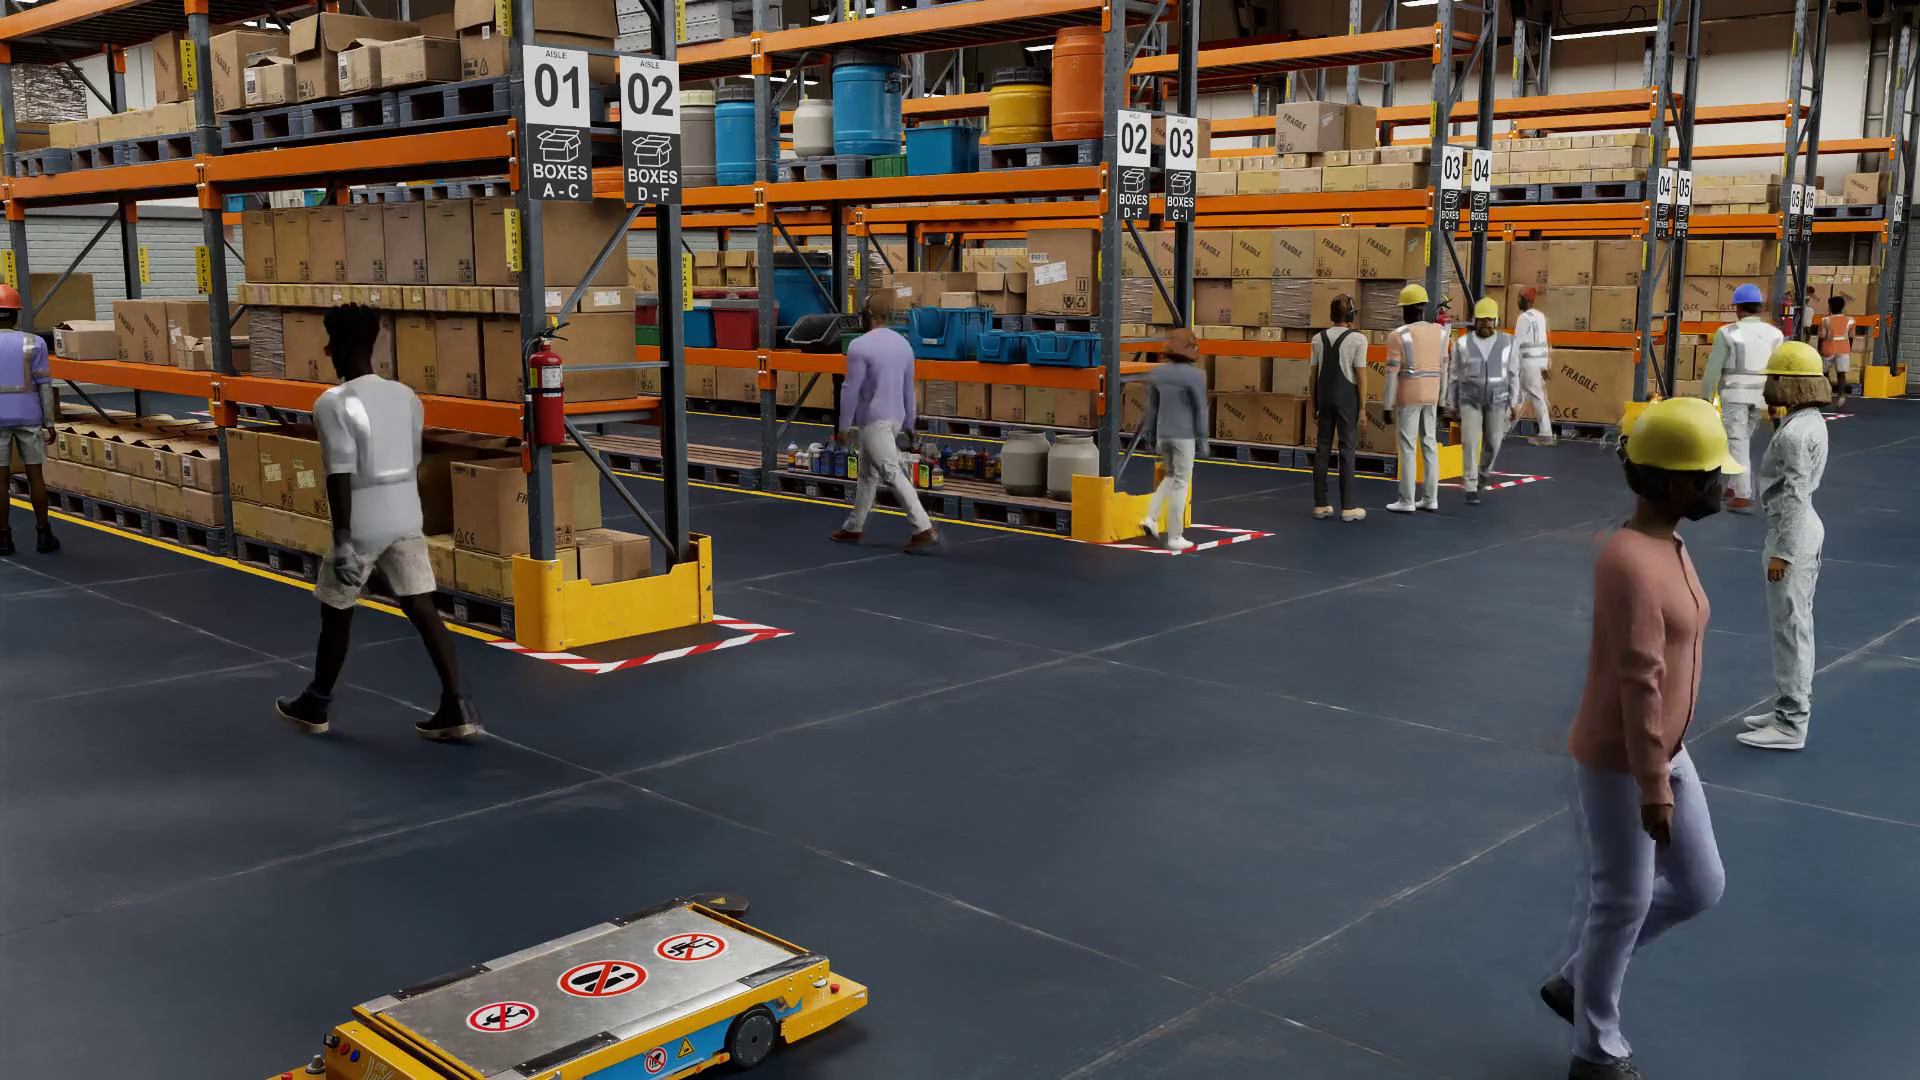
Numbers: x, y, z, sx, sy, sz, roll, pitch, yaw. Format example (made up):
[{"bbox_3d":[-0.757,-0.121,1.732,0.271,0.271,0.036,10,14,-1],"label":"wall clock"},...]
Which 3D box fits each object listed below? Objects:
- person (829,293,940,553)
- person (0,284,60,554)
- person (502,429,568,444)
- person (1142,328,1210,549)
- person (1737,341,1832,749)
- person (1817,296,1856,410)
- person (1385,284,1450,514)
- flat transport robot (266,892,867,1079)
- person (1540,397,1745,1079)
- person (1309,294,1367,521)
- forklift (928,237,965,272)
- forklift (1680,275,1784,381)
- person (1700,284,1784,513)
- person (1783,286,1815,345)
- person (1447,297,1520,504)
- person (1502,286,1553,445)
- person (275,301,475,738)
[{"bbox_3d":[-0.550,-0.861,12.189,1.059,1.891,0.647,6,11,35],"label":"person"},{"bbox_3d":[-6.865,-0.875,12.058,0.552,1.936,0.358,-4,10,-23],"label":"person"},{"bbox_3d":[-3.183,-0.780,12.407,0.507,1.632,0.267,-5,11,-30],"label":"person"},{"bbox_3d":[1.607,-0.740,12.202,0.347,1.625,0.500,-8,12,-39],"label":"person"},{"bbox_3d":[3.554,0.019,7.174,0.320,1.742,0.492,6,11,32],"label":"person"},{"bbox_3d":[12.841,-2.750,24.397,0.528,1.661,0.809,3,10,16],"label":"person"},{"bbox_3d":[3.829,-1.186,14.026,0.592,1.922,0.396,-3,10,-20],"label":"person"},{"bbox_3d":[-0.980,1.246,4.283,0.652,0.197,1.431,9,13,43],"label":"flat transport robot"},{"bbox_3d":[1.672,0.529,4.024,0.356,1.752,0.530,7,12,37],"label":"person"},{"bbox_3d":[3.112,-1.093,13.680,0.506,1.846,0.350,8,12,41],"label":"person"},{"bbox_3d":[-0.326,-5.817,39.609,1.129,2.768,1.873,9,13,43],"label":"forklift"},{"bbox_3d":[12.480,-3.427,27.053,1.214,2.155,2.313,9,13,43],"label":"forklift"},{"bbox_3d":[6.622,-1.219,14.251,0.606,1.916,0.822,-2,9,-13],"label":"person"},{"bbox_3d":[12.177,-2.823,24.391,0.601,1.810,0.875,0,9,0],"label":"person"},{"bbox_3d":[4.628,-1.246,14.747,0.610,1.810,0.653,2,9,11],"label":"person"},{"bbox_3d":[6.603,-2.051,19.557,0.954,1.835,0.591,7,12,37],"label":"person"},{"bbox_3d":[-2.571,-0.077,7.267,1.021,1.910,0.633,4,10,24],"label":"person"}]
